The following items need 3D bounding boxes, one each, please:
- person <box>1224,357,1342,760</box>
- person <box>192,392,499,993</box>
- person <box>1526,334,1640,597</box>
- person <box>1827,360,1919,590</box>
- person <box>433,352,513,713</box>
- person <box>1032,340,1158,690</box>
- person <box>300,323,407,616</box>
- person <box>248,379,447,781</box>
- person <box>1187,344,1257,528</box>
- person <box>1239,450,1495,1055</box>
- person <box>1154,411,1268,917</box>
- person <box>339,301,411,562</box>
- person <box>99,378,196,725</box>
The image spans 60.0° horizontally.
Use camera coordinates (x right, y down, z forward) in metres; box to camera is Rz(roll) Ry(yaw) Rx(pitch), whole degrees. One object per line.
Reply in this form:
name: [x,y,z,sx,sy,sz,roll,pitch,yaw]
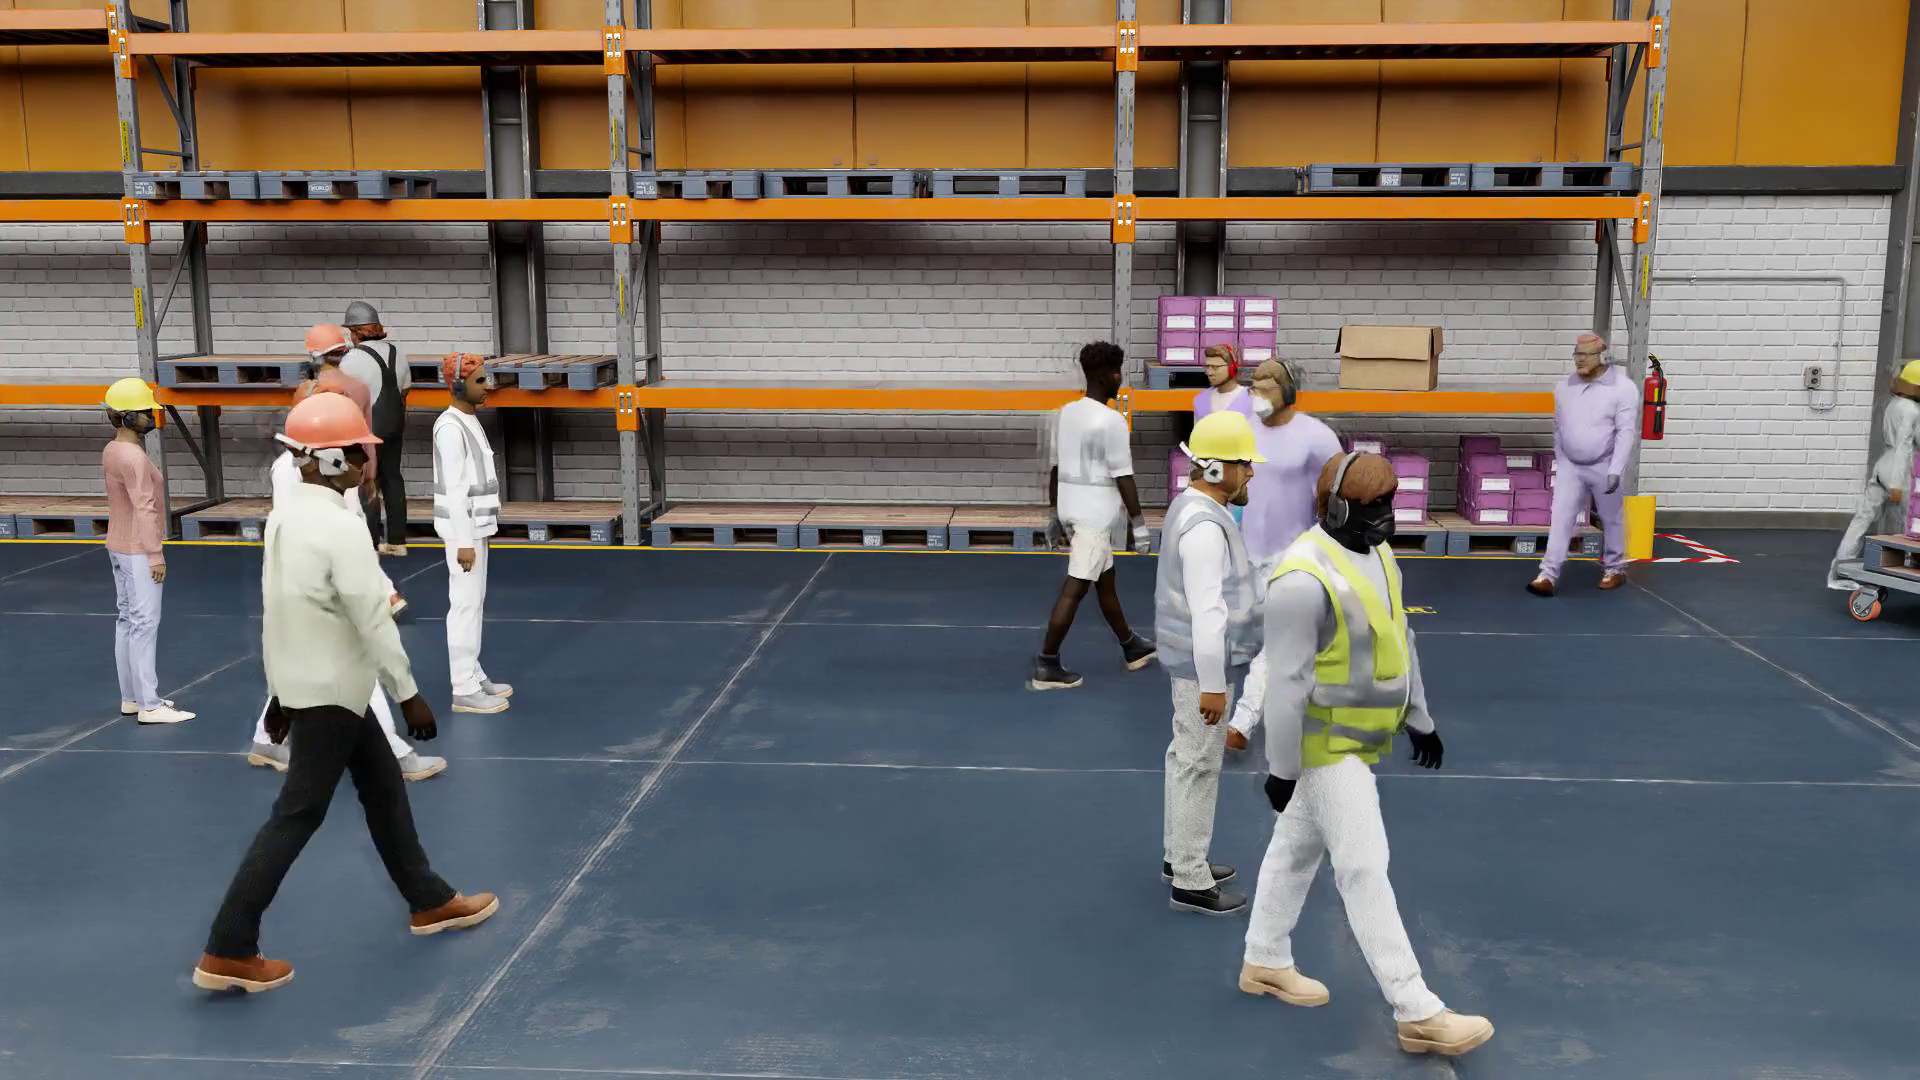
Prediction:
person: [1.428,0.088,7.955,0.989,1.885,0.661,-9,13,-41]
person: [-2.098,0.487,5.503,1.047,1.948,0.604,-7,12,-35]
person: [4.411,-0.520,11.677,1.045,1.841,0.637,-10,14,-44]
person: [6.616,-0.434,11.657,0.933,1.661,0.548,2,10,13]
person: [-2.571,-0.040,8.732,0.347,1.882,0.584,-2,10,-9]
person: [0.808,-0.141,9.233,1.000,1.910,0.634,-4,11,-24]
person: [-4.016,-0.426,10.794,0.981,1.956,0.622,3,10,18]
person: [-2.876,0.188,7.561,0.979,1.835,0.595,1,10,4]
person: [1.703,-0.338,10.628,0.468,1.825,0.613,-7,12,-36]
person: [1.254,0.627,5.055,0.914,1.796,0.647,6,11,31]
person: [0.913,0.439,6.087,0.403,1.827,0.601,0,10,3]
person: [-4.644,-0.849,13.009,0.538,2.000,0.689,4,10,22]
person: [-4.182,0.059,8.498,0.308,1.769,0.524,-9,13,-41]
